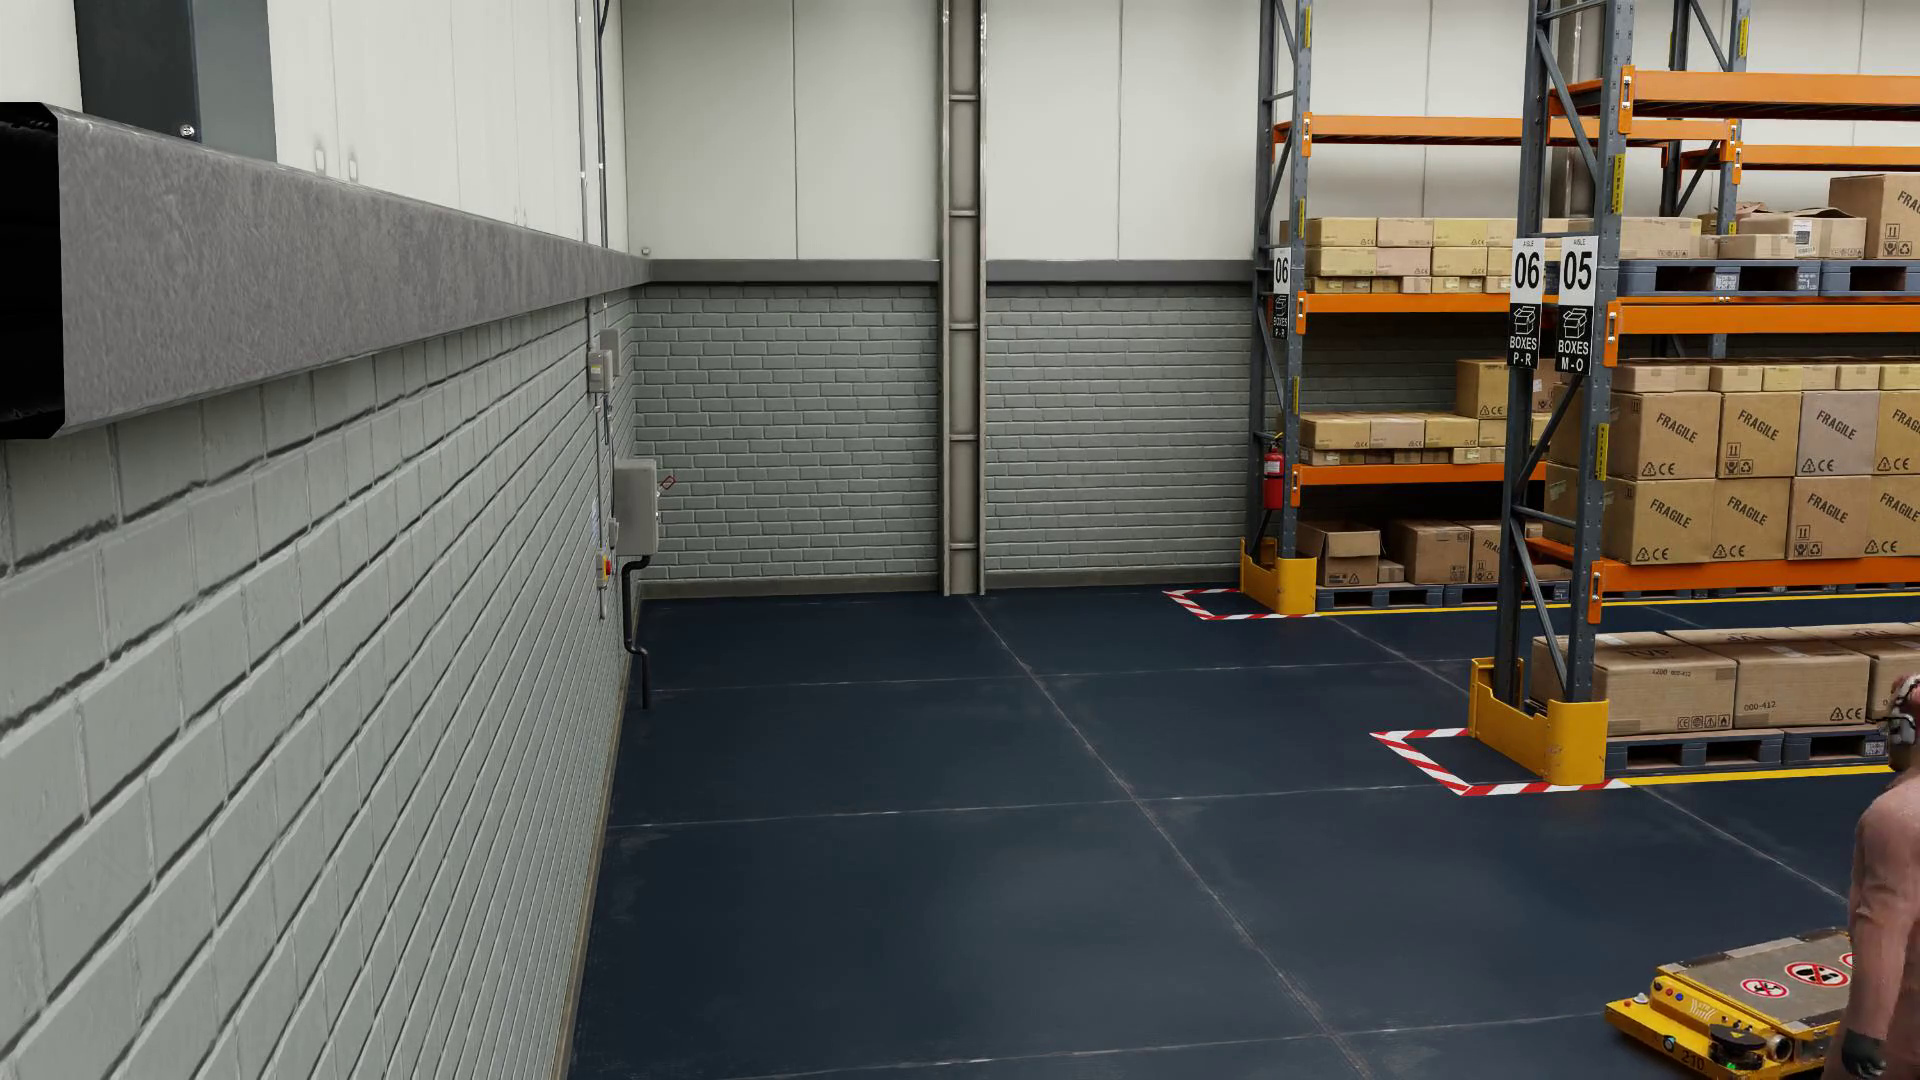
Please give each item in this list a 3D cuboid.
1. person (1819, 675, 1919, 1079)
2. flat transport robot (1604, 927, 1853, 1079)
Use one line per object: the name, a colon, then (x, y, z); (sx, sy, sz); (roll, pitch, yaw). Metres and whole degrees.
person: (2.735, 1.324, 4.903); (0.730, 1.856, 0.850); (-5, 11, -29)
flat transport robot: (3.354, 1.835, 6.619); (1.431, 0.197, 0.652); (-4, 10, -23)
